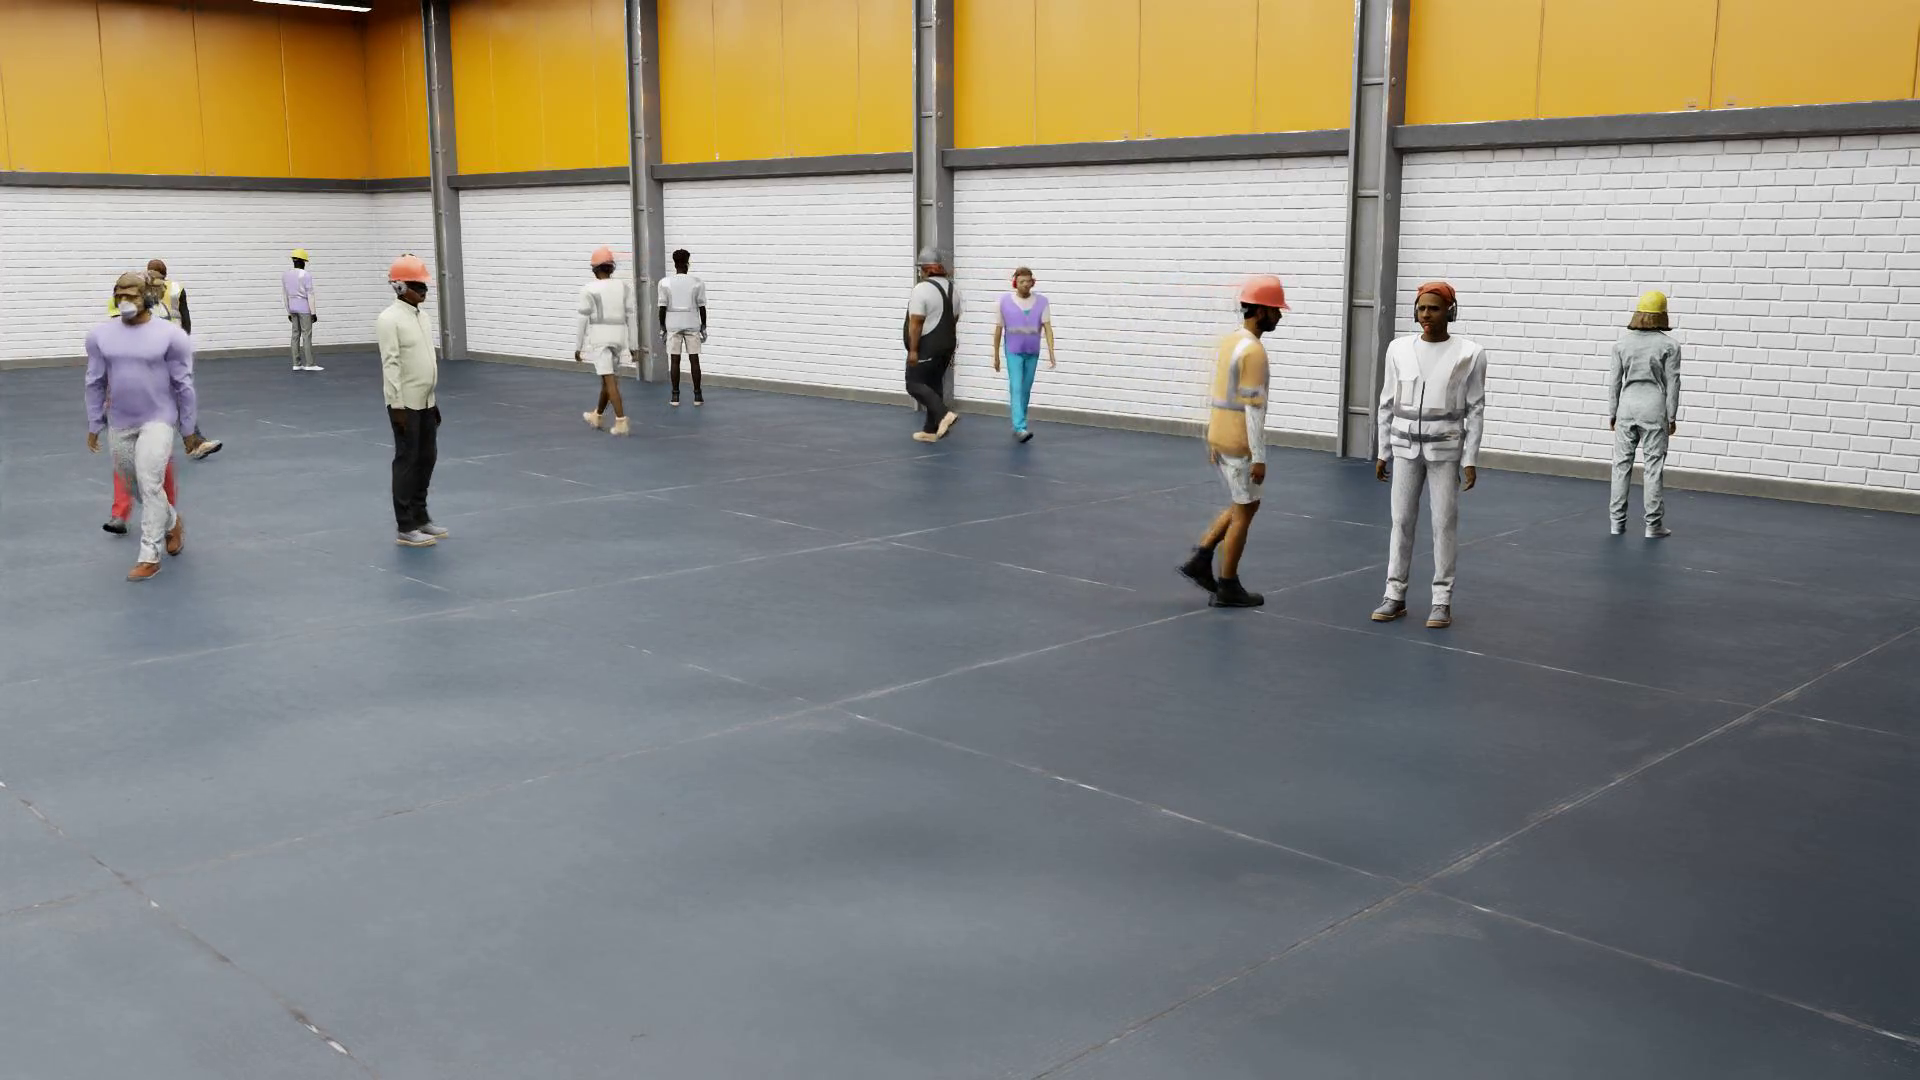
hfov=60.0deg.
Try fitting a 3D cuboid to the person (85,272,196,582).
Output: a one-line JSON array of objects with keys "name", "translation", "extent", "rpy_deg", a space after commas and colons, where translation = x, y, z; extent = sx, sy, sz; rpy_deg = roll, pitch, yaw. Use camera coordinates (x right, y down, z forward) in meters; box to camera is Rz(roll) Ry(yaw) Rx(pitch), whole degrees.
[{"name": "person", "translation": [-5.162, -0.743, 10.569], "extent": [0.637, 1.915, 0.898], "rpy_deg": [0, 10, -1]}]

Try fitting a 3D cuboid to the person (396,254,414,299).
[{"name": "person", "translation": [-7.888, -3.148, 23.792], "extent": [0.309, 1.865, 0.534], "rpy_deg": [-8, 13, -36]}]

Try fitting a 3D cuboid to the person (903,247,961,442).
[{"name": "person", "translation": [-0.282, -2.001, 17.058], "extent": [0.639, 2.000, 0.695], "rpy_deg": [8, 13, 36]}]

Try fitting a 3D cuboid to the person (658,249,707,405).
[{"name": "person", "translation": [-3.487, -2.675, 20.941], "extent": [0.609, 1.961, 0.367], "rpy_deg": [-2, 11, -8]}]

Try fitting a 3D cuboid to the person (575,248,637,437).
[{"name": "person", "translation": [-3.844, -2.126, 17.872], "extent": [0.630, 1.984, 1.030], "rpy_deg": [-10, 14, -42]}]

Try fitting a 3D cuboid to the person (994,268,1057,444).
[{"name": "person", "translation": [0.673, -1.895, 17.147], "extent": [0.578, 1.792, 0.946], "rpy_deg": [-3, 11, -18]}]

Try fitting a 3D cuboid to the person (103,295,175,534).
[{"name": "person", "translation": [-5.955, -0.920, 12.023], "extent": [0.537, 1.716, 0.902], "rpy_deg": [-1, 10, -5]}]

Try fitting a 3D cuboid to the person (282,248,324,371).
[{"name": "person", "translation": [-10.367, -3.617, 26.190], "extent": [0.585, 1.922, 0.377], "rpy_deg": [4, 11, 23]}]

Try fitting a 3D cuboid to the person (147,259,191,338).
[{"name": "person", "translation": [-9.676, -2.479, 20.198], "extent": [0.633, 1.845, 0.429], "rpy_deg": [-4, 11, -22]}]

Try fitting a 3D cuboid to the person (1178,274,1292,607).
[{"name": "person", "translation": [1.617, -0.556, 9.526], "extent": [0.506, 1.912, 0.606], "rpy_deg": [-2, 11, -8]}]

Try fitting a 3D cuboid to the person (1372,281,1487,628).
[{"name": "person", "translation": [2.556, -0.462, 9.100], "extent": [0.573, 1.882, 0.354], "rpy_deg": [7, 12, 32]}]

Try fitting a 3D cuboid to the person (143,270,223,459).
[{"name": "person", "translation": [-7.535, -1.636, 15.728], "extent": [0.965, 1.791, 0.538], "rpy_deg": [3, 11, 14]}]

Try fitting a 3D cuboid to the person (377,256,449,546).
[{"name": "person", "translation": [-3.775, -0.953, 11.518], "extent": [0.414, 1.989, 0.622], "rpy_deg": [1, 10, 8]}]

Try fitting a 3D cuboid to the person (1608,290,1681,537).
[{"name": "person", "translation": [4.860, -0.892, 11.821], "extent": [0.485, 1.744, 0.309], "rpy_deg": [9, 14, 41]}]
